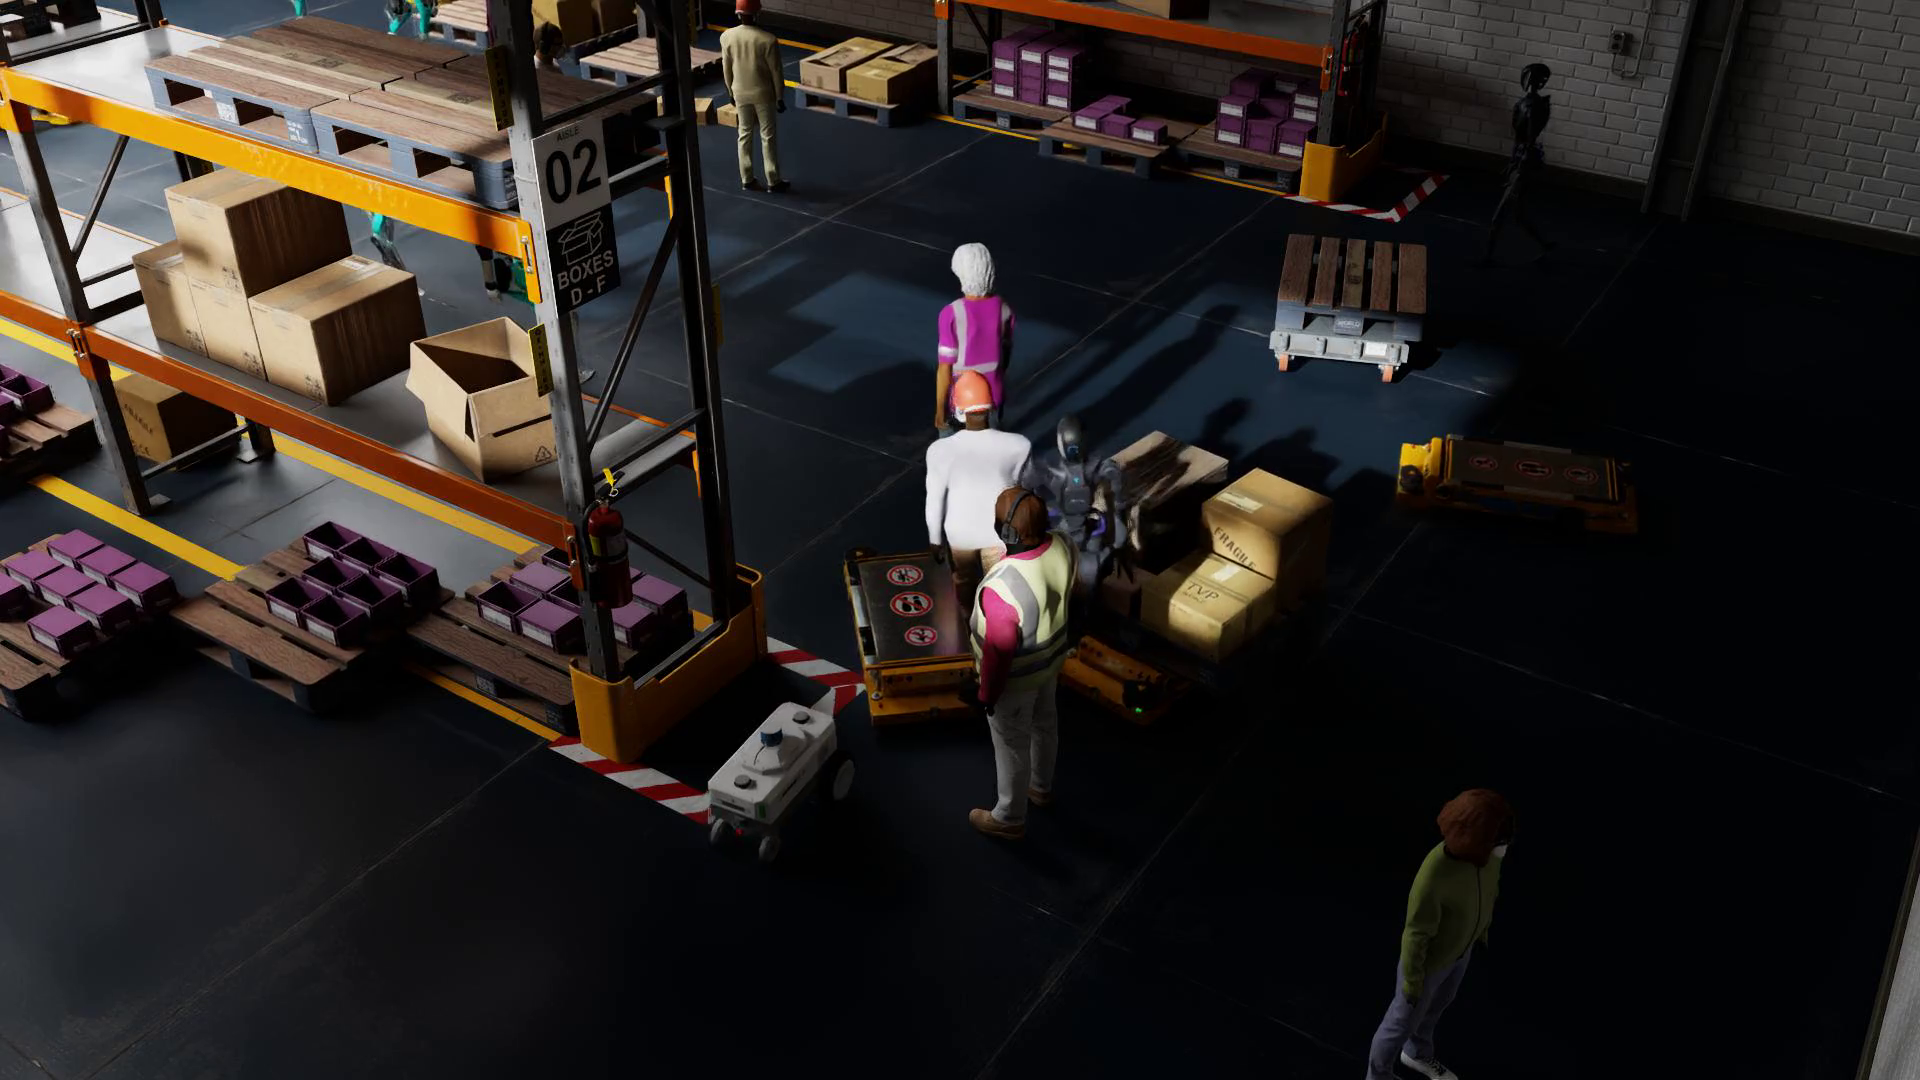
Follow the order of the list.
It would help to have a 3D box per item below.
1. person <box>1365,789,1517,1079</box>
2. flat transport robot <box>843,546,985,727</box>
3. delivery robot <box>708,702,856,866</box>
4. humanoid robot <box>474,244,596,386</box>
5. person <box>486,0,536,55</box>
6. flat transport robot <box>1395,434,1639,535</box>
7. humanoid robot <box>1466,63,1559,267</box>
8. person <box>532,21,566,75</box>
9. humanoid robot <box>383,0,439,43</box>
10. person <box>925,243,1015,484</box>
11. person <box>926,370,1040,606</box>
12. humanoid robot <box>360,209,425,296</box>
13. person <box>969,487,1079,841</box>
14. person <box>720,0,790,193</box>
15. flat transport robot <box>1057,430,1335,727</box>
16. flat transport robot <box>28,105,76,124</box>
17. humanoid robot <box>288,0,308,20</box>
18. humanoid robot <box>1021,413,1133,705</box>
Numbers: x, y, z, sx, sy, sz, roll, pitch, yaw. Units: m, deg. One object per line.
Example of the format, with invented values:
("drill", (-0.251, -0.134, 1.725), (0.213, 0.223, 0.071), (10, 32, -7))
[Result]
("person", (1.815, 1.553, 6.244), (0.496, 1.627, 0.286), (-25, 41, -33))
("flat transport robot", (-0.244, 0.485, 9.128), (0.659, 0.231, 1.431), (-5, 33, -8))
("delivery robot", (-0.879, 1.110, 7.892), (0.499, 0.580, 0.766), (15, 36, 22))
("humanoid robot", (-2.857, -1.809, 11.360), (1.018, 1.781, 0.534), (10, 34, 14))
("person", (-4.029, -4.385, 15.071), (0.489, 1.954, 0.421), (13, 35, 20))
("flat transport robot", (3.490, -0.362, 10.429), (1.431, 0.231, 0.659), (9, 34, 13))
("humanoid robot", (4.483, -2.928, 13.110), (0.717, 1.634, 0.615), (6, 34, 9))
("person", (-3.225, -3.142, 13.193), (0.385, 1.925, 0.621), (0, 33, 0))
("humanoid robot", (-5.648, -5.449, 16.994), (0.746, 1.887, 0.538), (28, 42, 36))
("person", (0.042, -0.911, 9.854), (0.531, 1.811, 0.854), (-12, 35, -17))
("person", (0.119, -0.116, 8.727), (0.587, 1.711, 0.805), (1, 33, 2))
("humanoid robot", (-4.497, -2.819, 12.885), (0.540, 1.786, 0.906), (-26, 41, -34))
("person", (0.258, 0.565, 7.563), (0.429, 1.844, 0.620), (20, 38, 28))
("person", (-1.778, -3.905, 14.509), (0.561, 1.755, 0.320), (10, 34, 15))
("flat transport robot", (1.187, 0.495, 9.112), (0.659, 0.231, 1.431), (27, 42, 35))
("flat transport robot", (-9.353, -4.379, 16.603), (1.431, 0.231, 0.659), (6, 34, 9))
("humanoid robot", (-7.201, -6.158, 18.013), (0.971, 1.773, 0.536), (28, 42, 36))
("humanoid robot", (0.588, 0.051, 8.544), (0.610, 1.645, 0.547), (-2, 33, -3))
